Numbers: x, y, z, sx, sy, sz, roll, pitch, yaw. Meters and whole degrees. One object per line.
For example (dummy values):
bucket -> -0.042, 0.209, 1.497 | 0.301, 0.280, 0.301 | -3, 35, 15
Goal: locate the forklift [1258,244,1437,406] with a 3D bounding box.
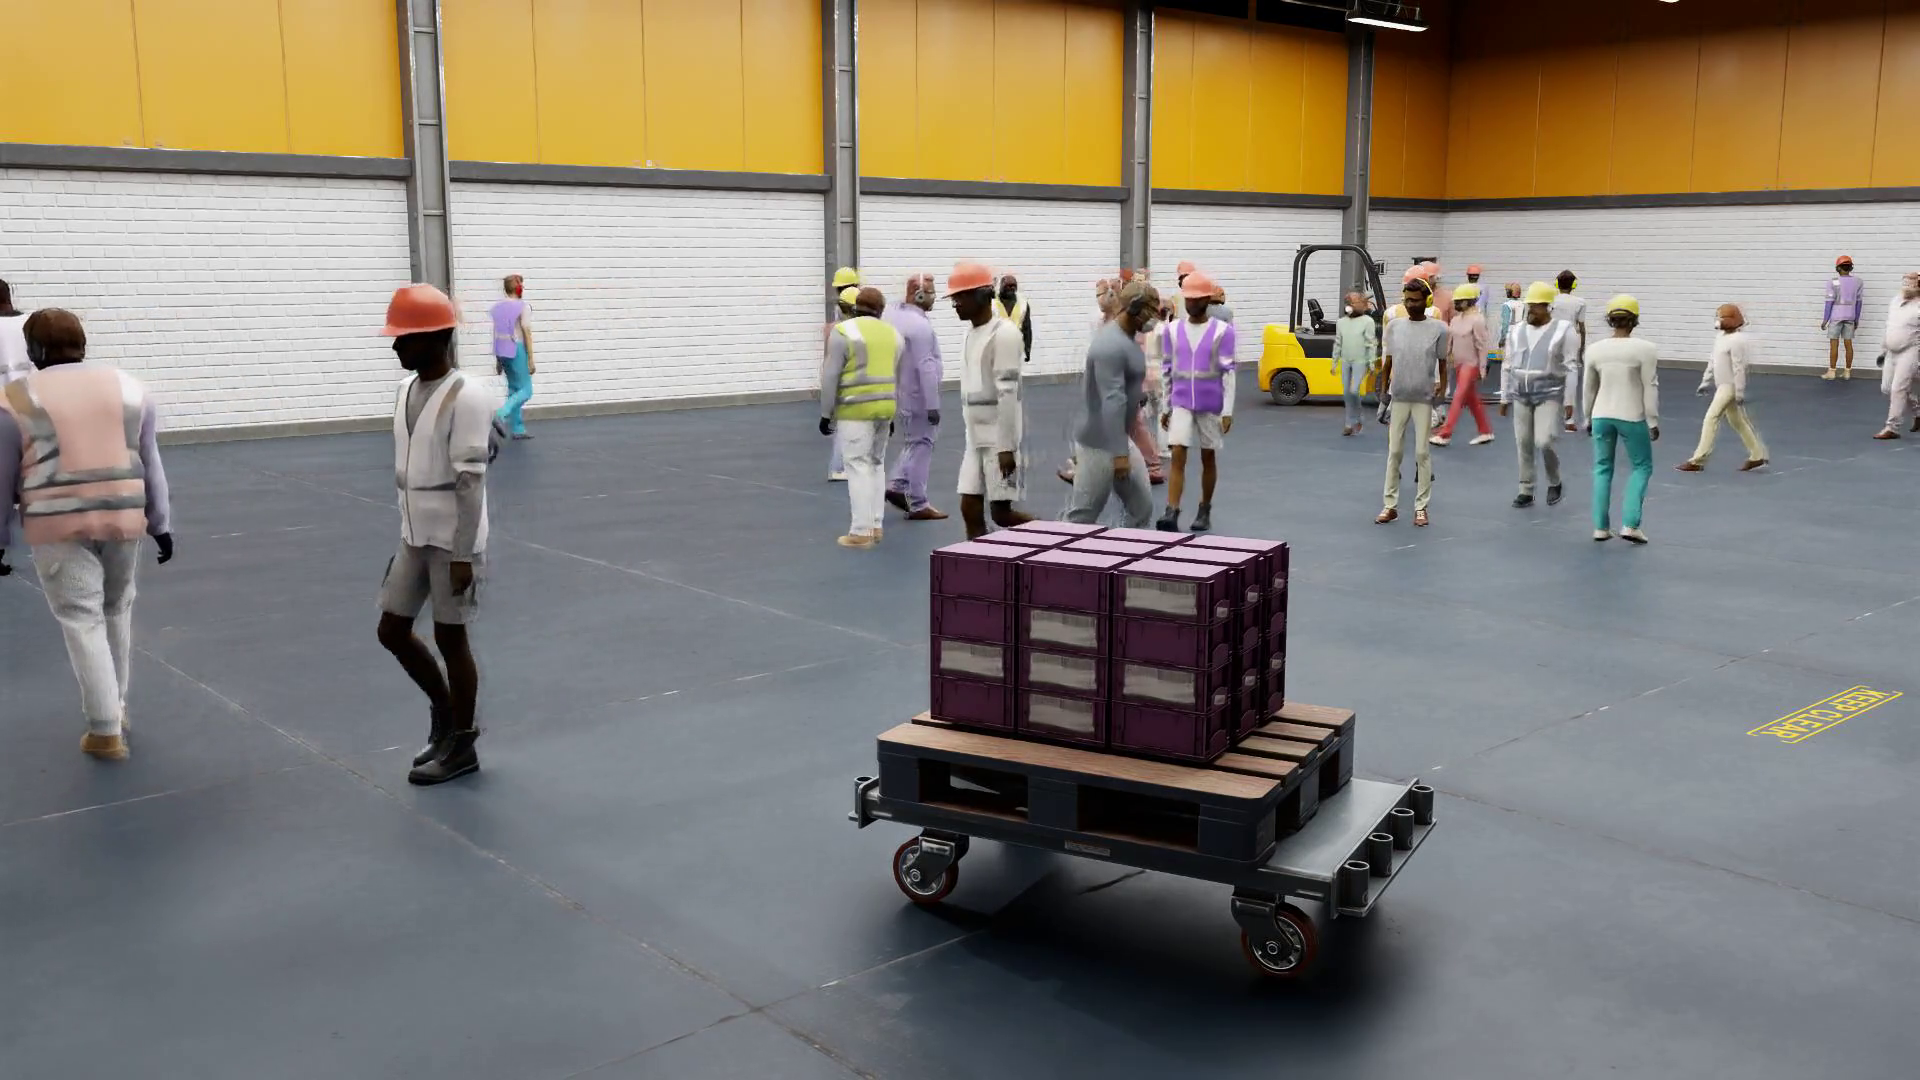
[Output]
forklift -> 5.256, -2.933, 22.661 | 2.313, 2.155, 1.214 | 3, 10, 16

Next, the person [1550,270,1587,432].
person -> 6.940, -2.174, 19.183 | 0.535, 1.864, 0.309 | 4, 10, 20

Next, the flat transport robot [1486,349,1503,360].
flat transport robot -> 10.076, -3.571, 32.018 | 1.431, 0.197, 0.652 | 1, 10, 8

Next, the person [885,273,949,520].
person -> -0.307, -1.085, 12.711 | 0.423, 1.894, 0.680 | -3, 10, -17

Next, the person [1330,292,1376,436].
person -> 4.391, -1.961, 18.647 | 0.401, 1.617, 0.533 | -8, 13, -40

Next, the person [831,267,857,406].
person -> -1.183, -1.945, 17.730 | 0.439, 1.902, 0.597 | -7, 12, -35

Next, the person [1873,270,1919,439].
person -> 10.482, -2.033, 18.335 | 0.652, 1.873, 0.720 | -1, 10, -8

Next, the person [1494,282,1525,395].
person -> 8.047, -2.933, 24.282 | 0.516, 1.641, 0.308 | -9, 13, -43

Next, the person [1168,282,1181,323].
person -> 3.613, -3.396, 26.853 | 0.534, 1.691, 0.318 | 4, 10, 21

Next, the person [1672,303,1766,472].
person -> 7.188, -1.417, 15.564 | 0.865, 1.591, 0.510 | 2, 10, 9

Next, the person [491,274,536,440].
person -> -4.908, -1.980, 18.136 | 0.599, 1.828, 0.598 | 7, 12, 36

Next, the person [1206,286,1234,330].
person -> 3.374, -2.543, 22.016 | 0.508, 1.632, 0.264 | 4, 10, 21

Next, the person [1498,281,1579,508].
person -> 4.616, -1.150, 13.324 | 0.413, 1.821, 0.611 | -9, 13, -43

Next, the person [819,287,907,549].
person -> -0.667, -0.860, 11.658 | 0.449, 1.807, 0.678 | 9, 13, 43

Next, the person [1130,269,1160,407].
person -> 2.279, -2.648, 21.997 | 1.019, 1.843, 0.667 | -9, 13, -44

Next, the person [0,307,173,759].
person -> -3.656, -0.038, 6.837 | 0.814, 1.808, 0.654 | 8, 13, 40

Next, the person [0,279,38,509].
person -> -7.362, -1.114, 13.025 | 0.967, 1.860, 0.615 | 7, 12, 37

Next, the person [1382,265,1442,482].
person -> 4.056, -1.484, 14.928 | 0.542, 1.938, 0.357 | 5, 11, 29

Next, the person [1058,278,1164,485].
person -> 1.361, -1.356, 14.509 | 1.030, 1.834, 0.658 | -2, 10, -14

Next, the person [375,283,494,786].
person -> -2.008, -0.009, 6.341 | 0.566, 1.916, 0.413 | 7, 12, 37

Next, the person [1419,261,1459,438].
person -> 5.191, -2.100, 18.473 | 0.634, 1.952, 0.838 | 8, 13, 40

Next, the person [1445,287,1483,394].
person -> 7.278, -2.873, 24.074 | 0.532, 1.583, 0.859 | -1, 10, -7

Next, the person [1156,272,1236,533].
person -> 1.679, -0.960, 11.971 | 0.570, 1.896, 0.930 | 4, 10, 21

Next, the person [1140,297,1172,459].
person -> 1.885, -1.596, 16.528 | 0.634, 1.622, 0.522 | -8, 12, -38

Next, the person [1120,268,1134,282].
person -> 2.208, -2.890, 23.432 | 0.730, 1.862, 0.349 | -2, 10, -9

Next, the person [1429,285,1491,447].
person -> 5.352, -1.850, 17.706 | 0.909, 1.716, 0.543 | -3, 10, -17

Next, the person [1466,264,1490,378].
person -> 8.542, -3.620, 27.559 | 0.554, 1.908, 0.884 | -2, 10, -11

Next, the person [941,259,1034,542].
person -> 0.250, -0.580, 9.427 | 0.753, 2.010, 0.649 | -5, 11, -28

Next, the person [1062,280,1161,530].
person -> 0.872, -0.487, 9.242 | 0.777, 1.879, 0.777 | 4, 10, 22

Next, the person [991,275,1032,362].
person -> 0.585, -2.390, 20.687 | 0.635, 1.777, 0.999 | -3, 10, -15

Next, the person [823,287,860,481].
person -> -0.982, -1.400, 15.013 | 0.555, 1.747, 0.536 | -8, 12, -38

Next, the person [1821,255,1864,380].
person -> 14.411, -3.630, 27.218 | 0.605, 2.034, 0.390 | 0, 10, -1

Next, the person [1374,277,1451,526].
person -> 3.401, -1.030, 12.508 | 0.519, 1.859, 0.327 | 5, 11, 27

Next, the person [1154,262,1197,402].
person -> 3.047, -2.752, 22.341 | 1.037, 1.935, 0.622 | -8, 12, -38

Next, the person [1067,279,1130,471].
person -> 1.314, -1.479, 15.256 | 0.920, 1.829, 0.559 | -8, 13, -40

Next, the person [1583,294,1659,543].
person -> 4.643, -0.844, 11.701 | 0.352, 1.758, 0.575 | -9, 13, -42
